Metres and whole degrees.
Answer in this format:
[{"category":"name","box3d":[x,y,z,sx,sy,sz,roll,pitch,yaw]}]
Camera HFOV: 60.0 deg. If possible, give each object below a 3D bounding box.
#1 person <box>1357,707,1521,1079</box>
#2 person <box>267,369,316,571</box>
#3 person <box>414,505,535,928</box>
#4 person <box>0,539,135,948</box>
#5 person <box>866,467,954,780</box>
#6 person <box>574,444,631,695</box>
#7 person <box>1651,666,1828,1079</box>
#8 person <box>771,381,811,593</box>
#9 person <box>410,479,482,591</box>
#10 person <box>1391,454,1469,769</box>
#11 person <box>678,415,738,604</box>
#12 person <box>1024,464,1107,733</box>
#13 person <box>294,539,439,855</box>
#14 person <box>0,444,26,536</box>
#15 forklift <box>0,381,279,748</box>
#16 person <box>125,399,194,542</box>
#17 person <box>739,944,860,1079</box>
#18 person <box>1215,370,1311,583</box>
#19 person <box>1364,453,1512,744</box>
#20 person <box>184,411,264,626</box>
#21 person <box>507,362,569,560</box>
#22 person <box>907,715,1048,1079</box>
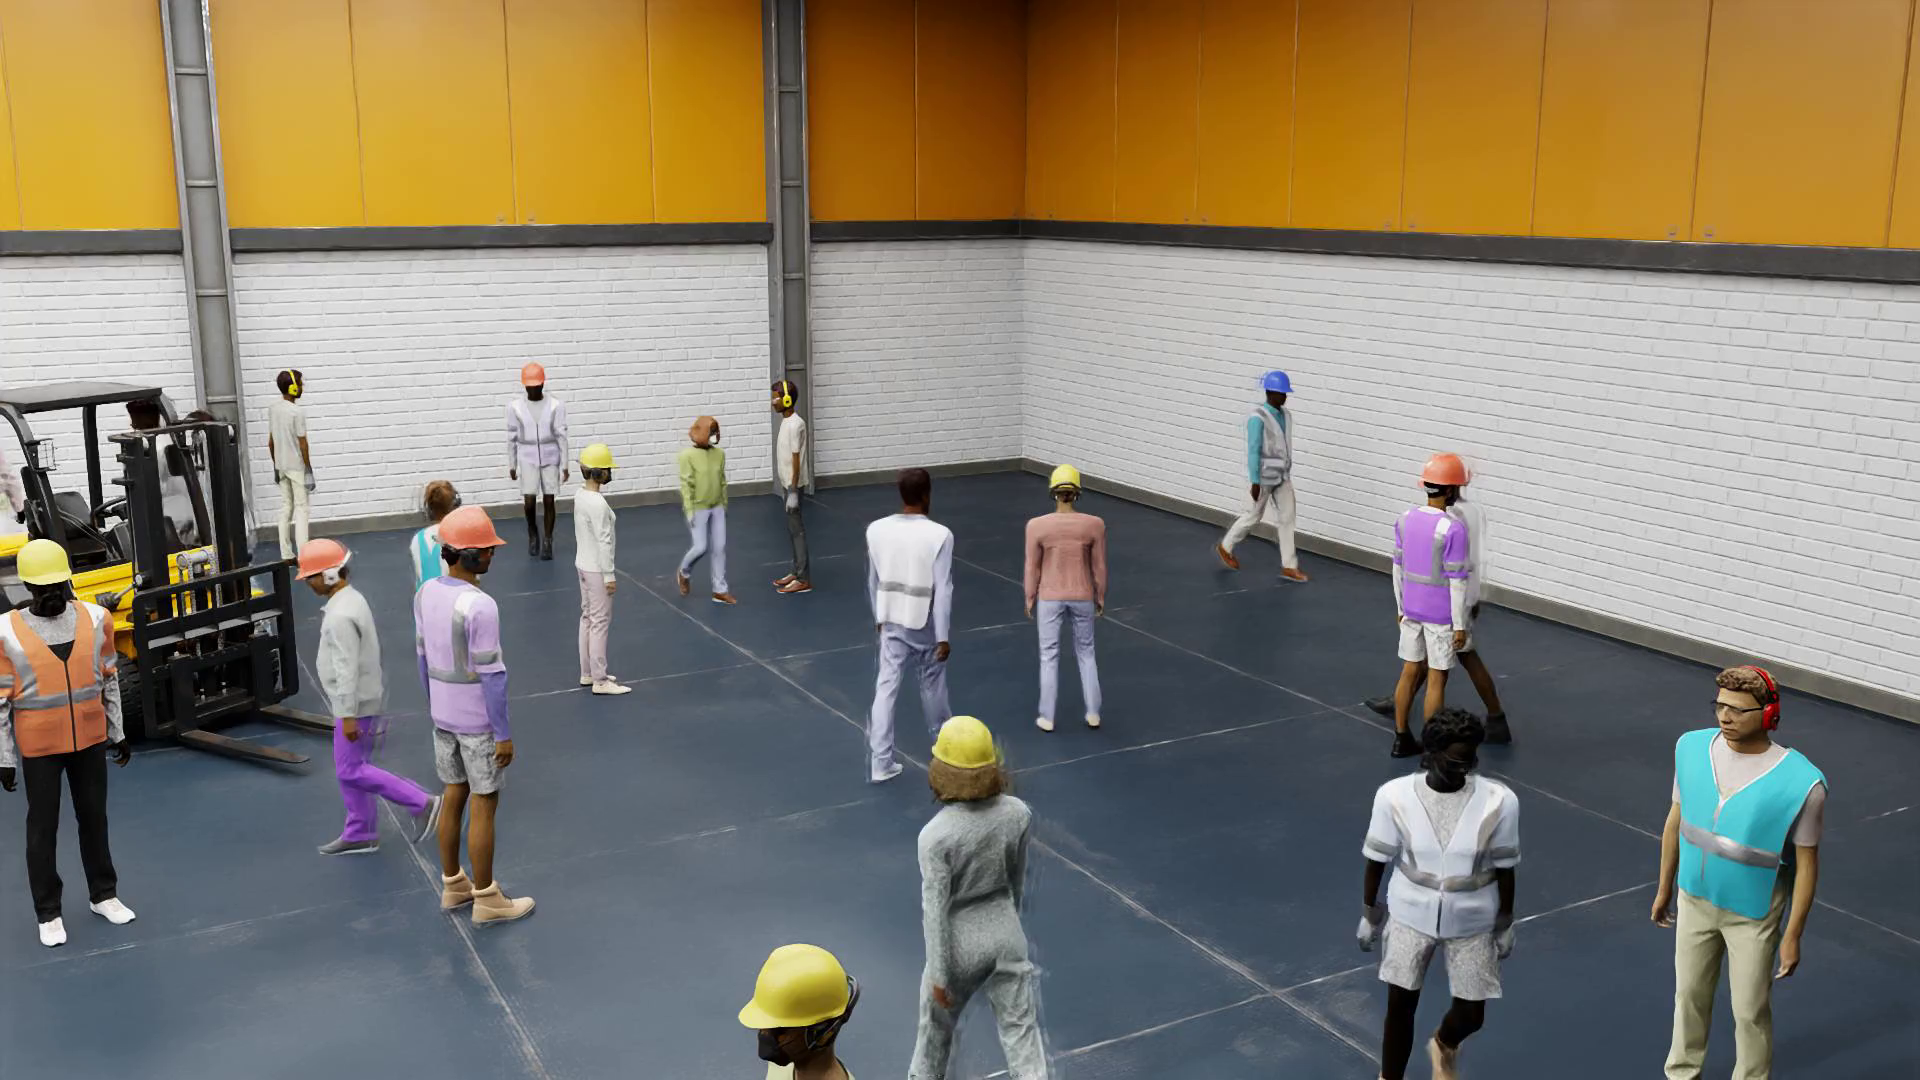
[{"category":"person","box3d":[1.775,1.406,6.196,0.576,1.684,0.421,5,13,21]},{"category":"person","box3d":[-6.168,-0.647,15.401,0.532,1.868,0.311,8,14,32]},{"category":"person","box3d":[-2.339,0.841,8.017,0.615,2.040,0.391,11,16,41]},{"category":"person","box3d":[-4.228,0.935,7.843,0.366,1.926,0.594,10,16,39]},{"category":"person","box3d":[-0.287,0.478,10.134,0.613,1.862,0.996,6,13,26]},{"category":"person","box3d":[-2.523,0.203,11.661,0.317,1.766,0.533,-7,14,-29]},{"category":"person","box3d":[2.835,1.346,6.111,0.380,1.845,0.570,-8,15,-34]},{"category":"person","box3d":[-1.482,-0.465,14.563,0.310,1.866,0.556,-3,12,-13]},{"category":"person","box3d":[-2.996,0.543,9.922,0.518,1.827,0.397,6,13,26]},{"category":"person","box3d":[2.900,0.434,10.176,0.363,1.934,0.552,-7,14,-29]},{"category":"person","box3d":[-2.179,-0.264,14.173,0.555,1.616,0.523,11,16,42]},{"category":"person","box3d":[0.686,0.382,10.861,0.539,1.758,0.353,-1,12,-6]},{"category":"person","box3d":[-3.154,0.836,8.796,0.606,1.717,0.604,-3,13,-16]},{"category":"person","box3d":[-7.882,-0.159,13.320,0.702,1.793,0.678,-8,14,-32]},{"category":"forklift","box3d":[-5.853,0.085,11.199,2.313,2.155,1.214,7,14,28]},{"category":"person","box3d":[-6.173,-0.166,12.922,0.385,1.951,0.637,0,12,-2]},{"category":"person","box3d":[-0.367,1.819,4.084,0.312,1.768,0.530,-7,14,-30]},{"category":"person","box3d":[2.755,-0.600,15.087,0.625,1.912,0.948,-11,16,-42]},{"category":"person","box3d":[3.148,0.362,10.703,0.990,1.872,0.545,6,14,27]},{"category":"person","box3d":[-5.670,-0.019,12.430,0.873,1.886,0.596,-2,12,-11]},{"category":"person","box3d":[-3.980,-0.738,15.721,0.547,1.910,0.480,-3,12,-14]},{"category":"person","box3d":[0.060,1.455,5.951,0.484,1.699,0.915,-7,14,-30]}]
